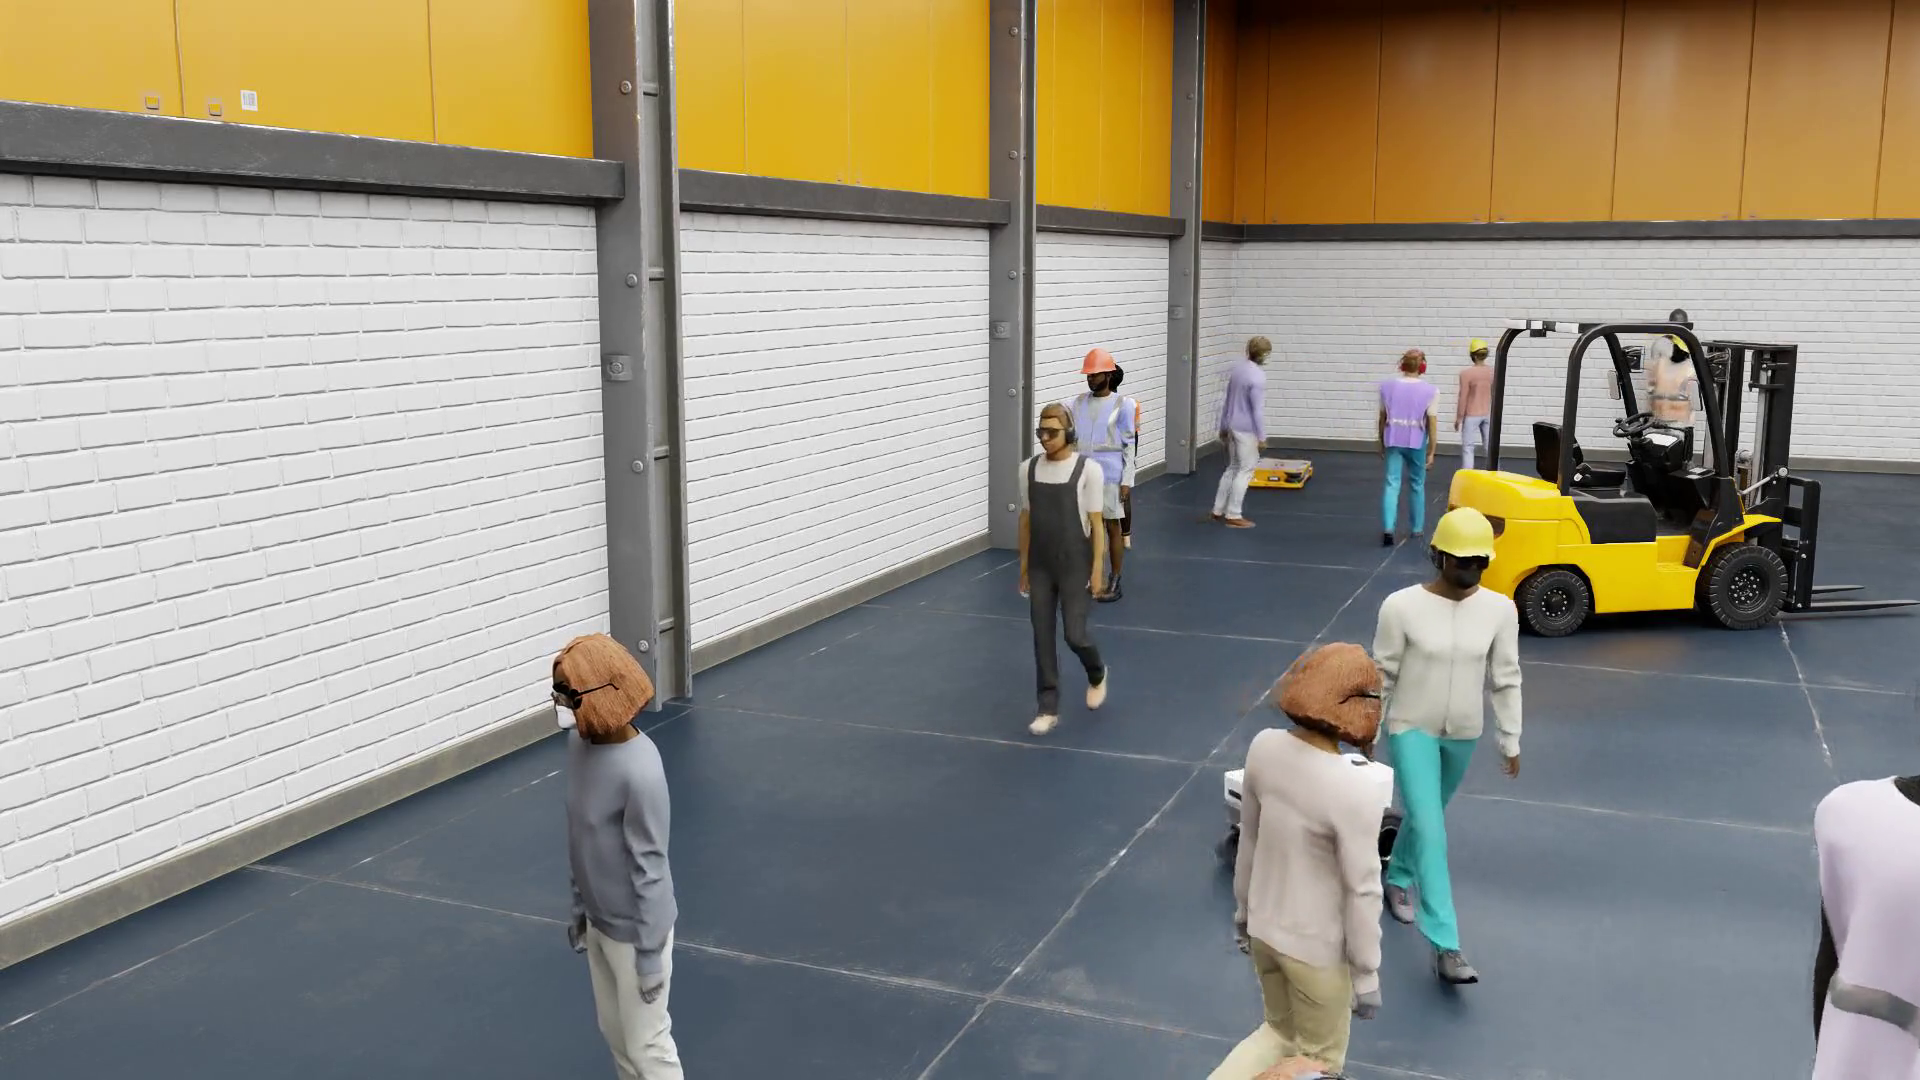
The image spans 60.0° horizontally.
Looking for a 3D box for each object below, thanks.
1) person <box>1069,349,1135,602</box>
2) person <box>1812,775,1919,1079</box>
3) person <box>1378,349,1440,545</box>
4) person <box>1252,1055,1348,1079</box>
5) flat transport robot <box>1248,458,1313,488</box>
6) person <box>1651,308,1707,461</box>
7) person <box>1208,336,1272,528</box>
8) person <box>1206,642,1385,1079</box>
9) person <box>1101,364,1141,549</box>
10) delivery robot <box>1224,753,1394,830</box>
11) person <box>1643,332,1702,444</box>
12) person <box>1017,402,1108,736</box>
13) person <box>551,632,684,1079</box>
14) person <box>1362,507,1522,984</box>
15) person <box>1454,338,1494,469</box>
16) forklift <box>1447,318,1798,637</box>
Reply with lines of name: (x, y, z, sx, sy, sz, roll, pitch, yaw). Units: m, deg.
person: (1.059, -0.492, 12.731, 0.552, 1.936, 0.358, 6, 11, 34)
person: (1.831, 1.112, 3.143, 0.701, 1.891, 0.608, -4, 10, -24)
person: (4.135, -0.867, 15.413, 0.565, 1.809, 0.912, 4, 10, 24)
person: (0.379, 1.417, 2.199, 0.522, 1.595, 0.865, -2, 10, -12)
flat transport robot: (3.768, -0.799, 19.635, 0.652, 0.197, 1.431, 3, 10, 17)
person: (9.007, -1.908, 21.005, 0.688, 2.000, 0.536, 0, 9, 2)
person: (2.774, -1.048, 16.237, 0.477, 1.895, 0.682, -2, 10, -13)
person: (0.833, 1.058, 4.309, 0.489, 1.613, 0.529, -4, 10, -25)
person: (1.370, -0.749, 15.049, 0.530, 1.689, 0.321, -1, 9, -4)
delivery robot: (1.487, 1.082, 7.096, 0.707, 0.478, 0.477, -4, 10, -24)
person: (7.672, -1.343, 18.085, 0.425, 1.876, 0.762, -7, 12, -37)
person: (0.576, 0.143, 9.211, 0.508, 1.834, 0.561, 5, 11, 29)
person: (-0.905, 1.039, 4.426, 0.308, 1.624, 0.495, -6, 11, -32)
person: (1.786, 0.707, 6.172, 0.541, 1.702, 0.988, -1, 9, -9)
person: (5.829, -1.396, 18.746, 0.527, 1.767, 0.320, -3, 10, -17)
forklift: (4.706, -0.497, 11.990, 2.313, 2.155, 1.214, -2, 10, -10)
